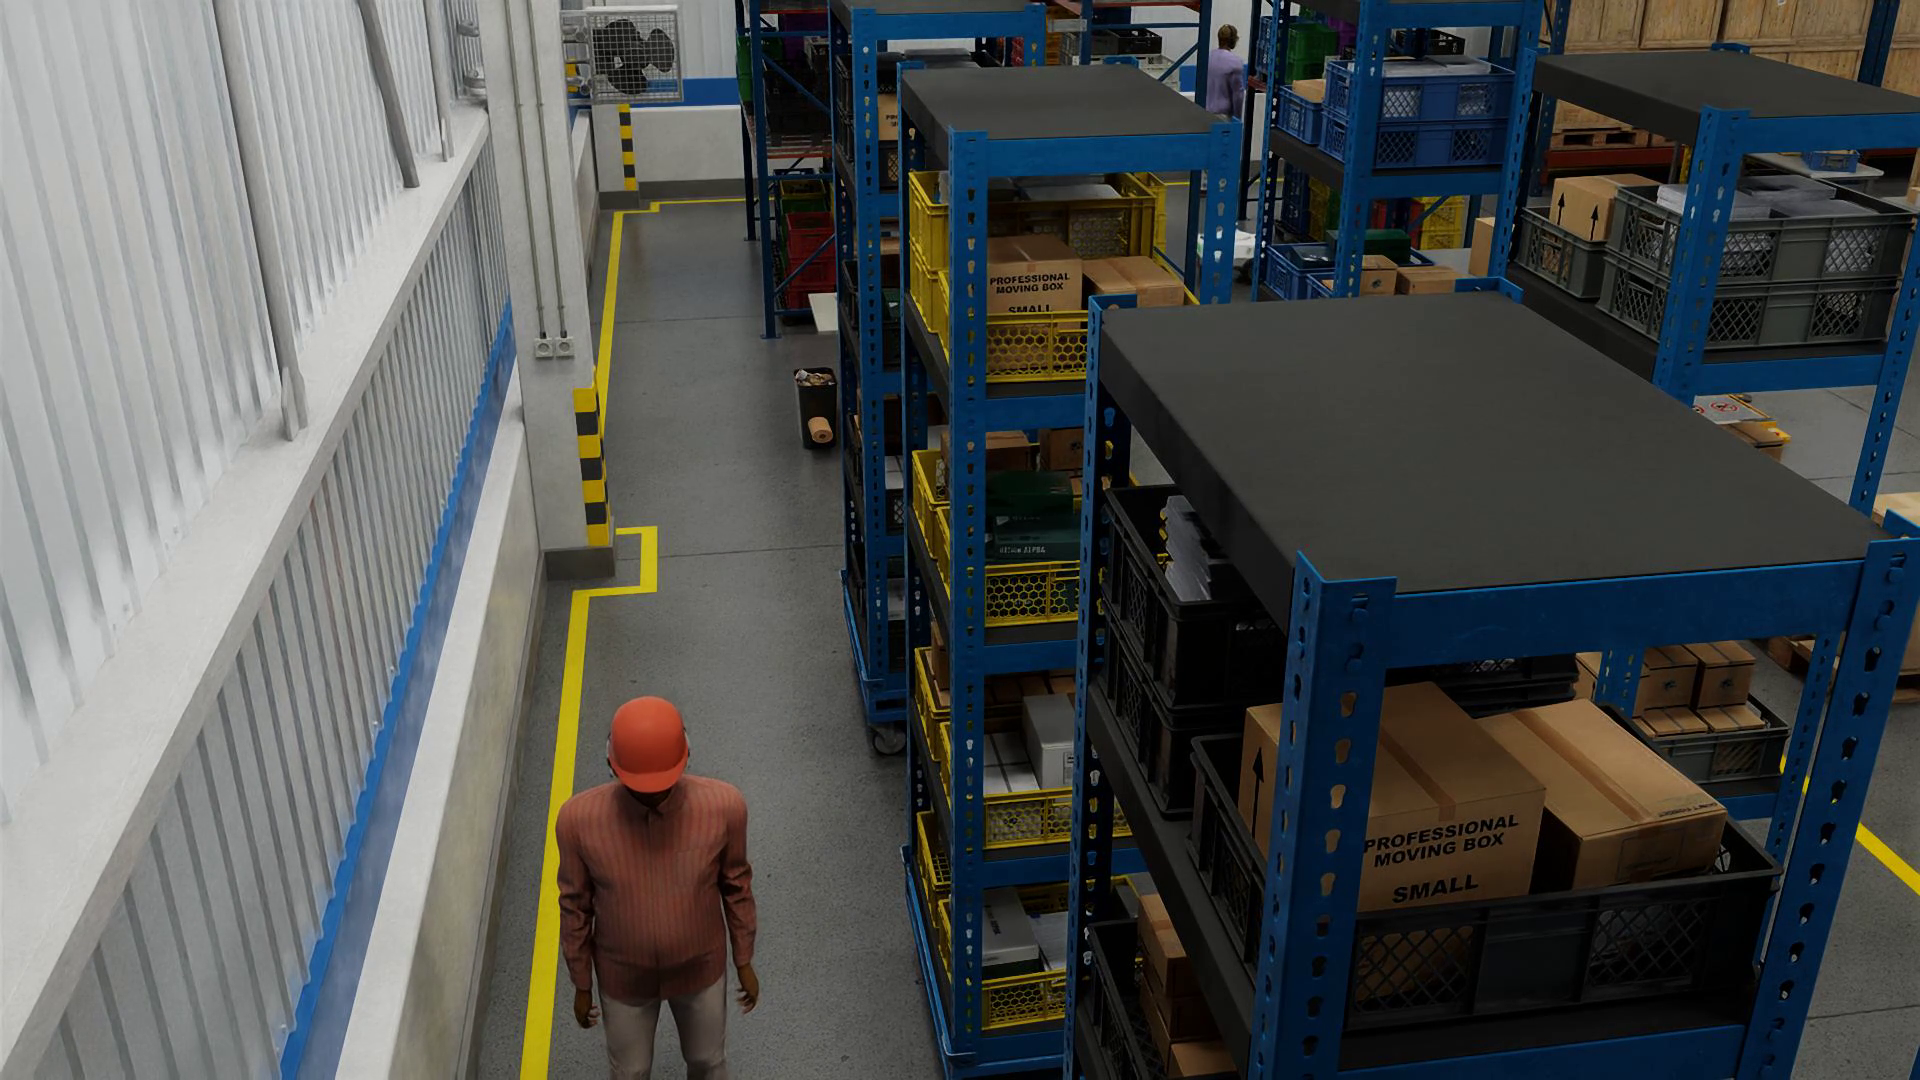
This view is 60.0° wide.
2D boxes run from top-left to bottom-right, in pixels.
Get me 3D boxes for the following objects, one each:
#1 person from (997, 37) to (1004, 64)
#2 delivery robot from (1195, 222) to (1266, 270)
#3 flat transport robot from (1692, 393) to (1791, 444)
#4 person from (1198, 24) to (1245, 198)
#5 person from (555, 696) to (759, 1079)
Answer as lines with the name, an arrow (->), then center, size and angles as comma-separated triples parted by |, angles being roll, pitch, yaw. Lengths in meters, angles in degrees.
person -> 0.420, -4.625, 18.406 | 0.355, 1.882, 0.576 | -2, 25, -5
delivery robot -> 2.583, -2.794, 15.894 | 0.707, 0.478, 0.477 | 1, 25, 2
flat transport robot -> 5.224, -0.859, 12.132 | 1.431, 0.197, 0.652 | -4, 25, -8
person -> 2.944, -4.806, 18.731 | 0.358, 1.938, 0.636 | -19, 31, -35
person -> -0.939, 1.360, 5.273 | 0.611, 1.986, 0.392 | -6, 25, -13
